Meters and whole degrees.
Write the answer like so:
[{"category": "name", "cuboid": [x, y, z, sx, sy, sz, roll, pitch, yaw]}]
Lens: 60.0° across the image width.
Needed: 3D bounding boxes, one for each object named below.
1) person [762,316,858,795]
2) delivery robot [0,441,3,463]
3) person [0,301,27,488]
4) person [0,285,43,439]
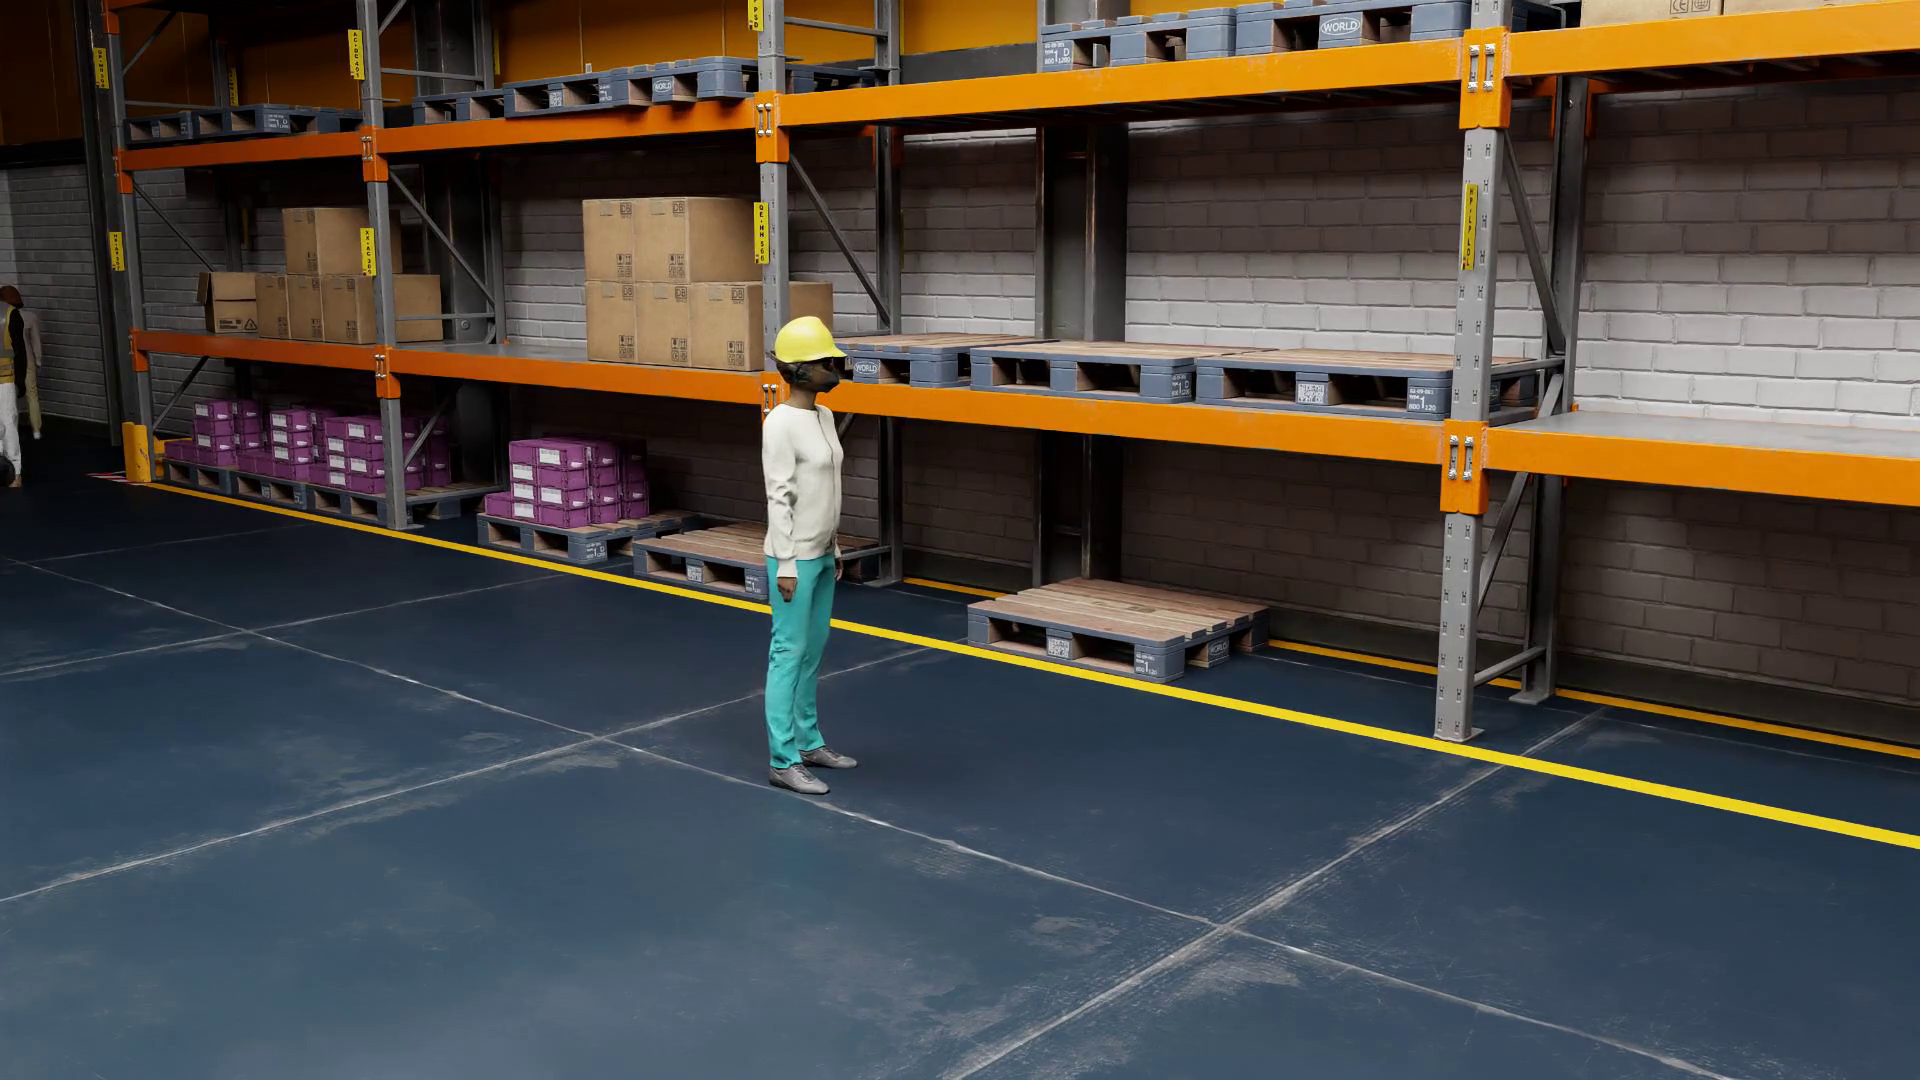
[{"category": "person", "cuboid": [-0.571, 0.053, 6.250, 0.297, 1.772, 0.533, 3, 10, 16]}, {"category": "delivery robot", "cuboid": [-8.355, -0.713, 13.804, 0.707, 0.478, 0.477, 1, 10, 5]}, {"category": "person", "cuboid": [-8.205, -1.344, 13.998, 0.636, 1.842, 0.429, -3, 10, -16]}, {"category": "person", "cuboid": [-9.951, -1.858, 17.527, 0.282, 1.631, 0.527, 10, 14, 44]}]
